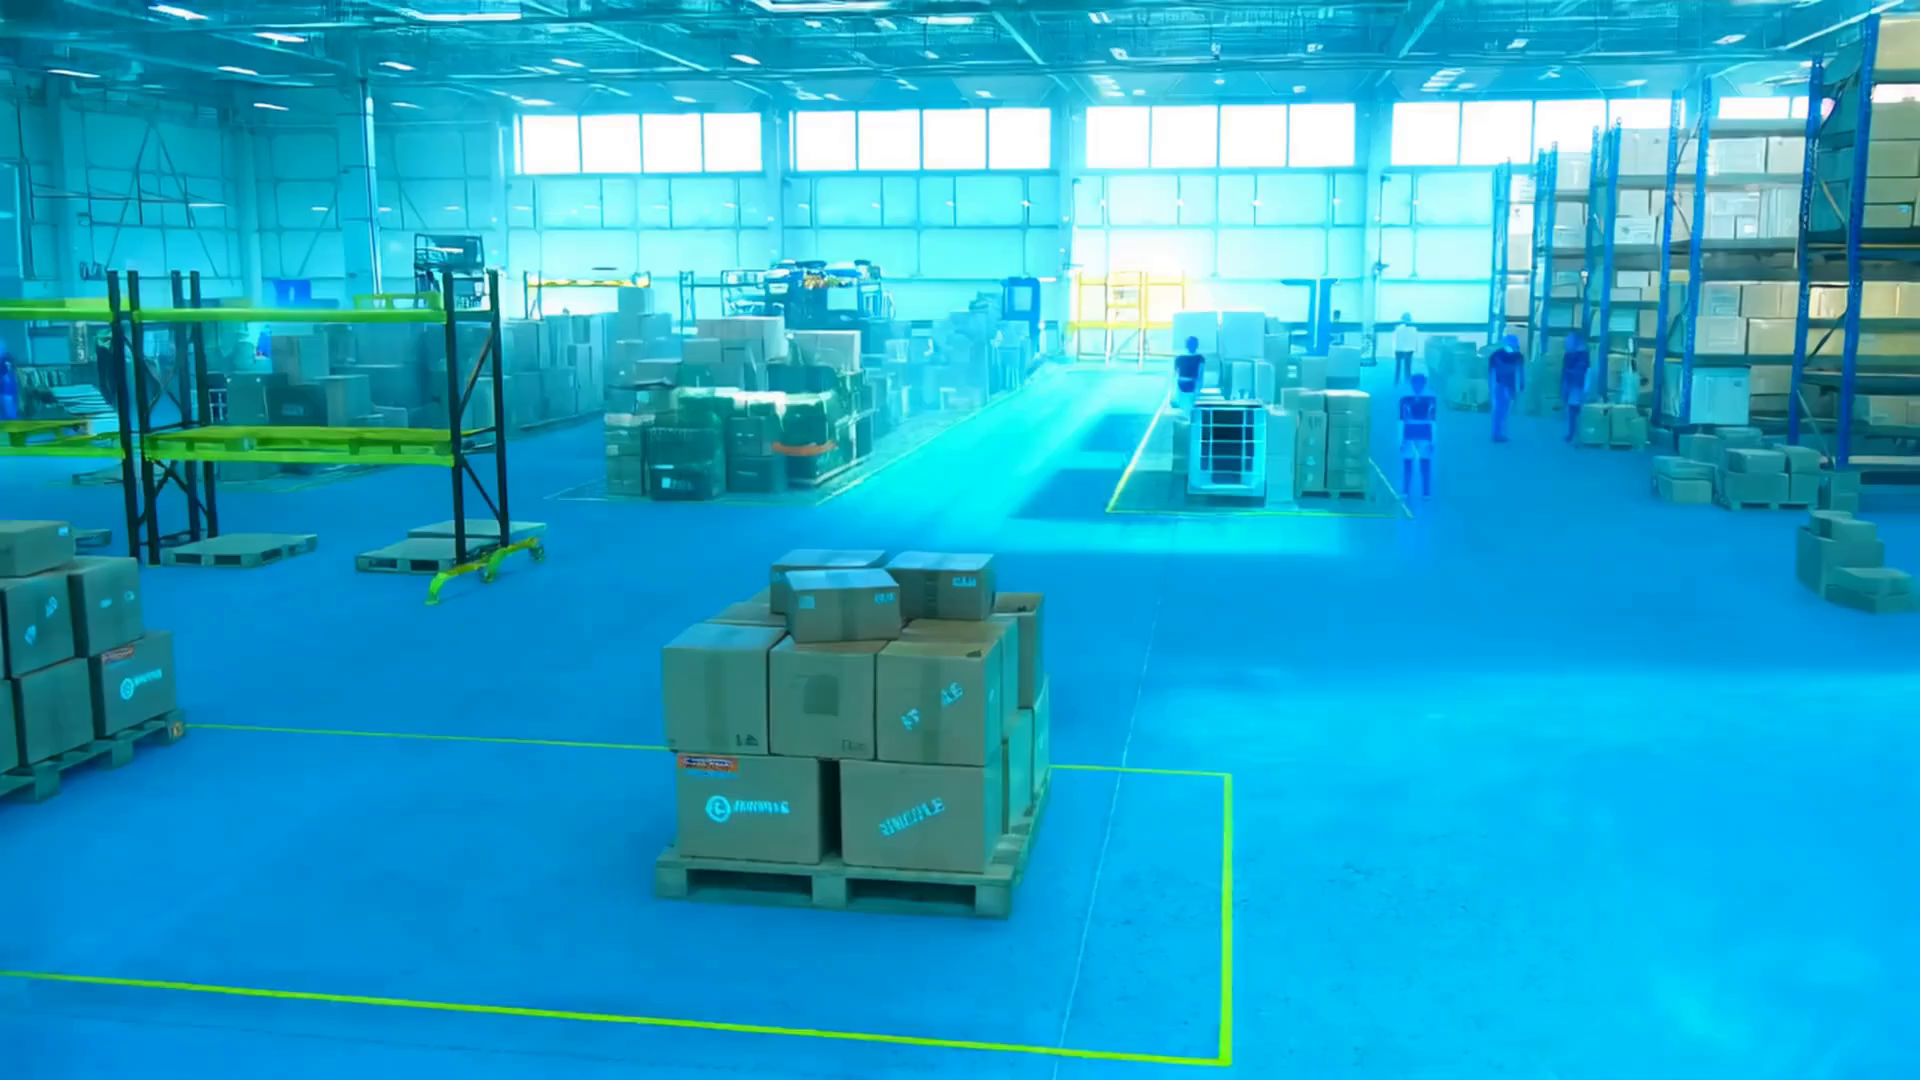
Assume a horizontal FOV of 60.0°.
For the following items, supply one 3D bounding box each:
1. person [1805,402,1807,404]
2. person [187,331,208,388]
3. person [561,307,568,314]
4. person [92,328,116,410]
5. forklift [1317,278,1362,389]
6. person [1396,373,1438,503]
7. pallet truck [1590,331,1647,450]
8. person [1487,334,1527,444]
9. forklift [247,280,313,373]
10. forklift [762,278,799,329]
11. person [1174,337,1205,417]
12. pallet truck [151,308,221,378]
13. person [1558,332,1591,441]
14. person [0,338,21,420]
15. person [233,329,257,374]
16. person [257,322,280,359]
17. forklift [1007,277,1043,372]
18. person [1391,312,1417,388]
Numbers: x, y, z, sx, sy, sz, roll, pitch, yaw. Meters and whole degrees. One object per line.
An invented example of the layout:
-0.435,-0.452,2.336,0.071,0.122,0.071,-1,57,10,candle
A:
18.851,-3.884,37.779,0.805,1.606,0.513,2,9,14,person
-18.098,-4.151,39.395,0.513,1.622,0.445,-3,10,-16,person
-11.756,-5.957,49.555,0.545,1.938,0.357,-7,12,-39,person
-18.467,-3.686,36.007,0.514,1.786,1.016,-6,11,-33,person
9.362,-5.315,42.694,1.873,2.768,1.129,1,9,9,forklift
5.959,-1.324,21.718,0.531,1.697,0.320,0,9,-1,person
11.253,-2.573,28.499,0.823,1.965,1.885,5,10,27,pallet truck
9.626,-2.630,29.103,0.662,1.910,0.832,-2,9,-10,person
-14.370,-4.231,36.009,1.873,2.768,1.129,1,9,8,forklift
-4.573,-5.284,42.502,1.129,2.768,1.873,-8,12,-40,forklift
4.001,-2.555,28.710,0.623,1.894,0.707,7,12,37,person
-21.869,-5.598,47.154,0.823,1.965,1.885,4,10,26,pallet truck
10.916,-2.712,29.532,0.526,1.938,0.643,-4,10,-23,person
-15.916,-2.417,27.738,0.627,1.934,0.372,5,10,28,person
-15.683,-3.747,36.523,0.484,1.744,0.296,-3,10,-15,person
-15.020,-3.826,36.505,0.681,1.907,0.732,-2,9,-13,person
1.880,-6.477,49.863,1.129,2.768,1.873,1,9,9,forklift
11.483,-4.919,43.020,0.661,1.979,0.590,5,10,27,person
